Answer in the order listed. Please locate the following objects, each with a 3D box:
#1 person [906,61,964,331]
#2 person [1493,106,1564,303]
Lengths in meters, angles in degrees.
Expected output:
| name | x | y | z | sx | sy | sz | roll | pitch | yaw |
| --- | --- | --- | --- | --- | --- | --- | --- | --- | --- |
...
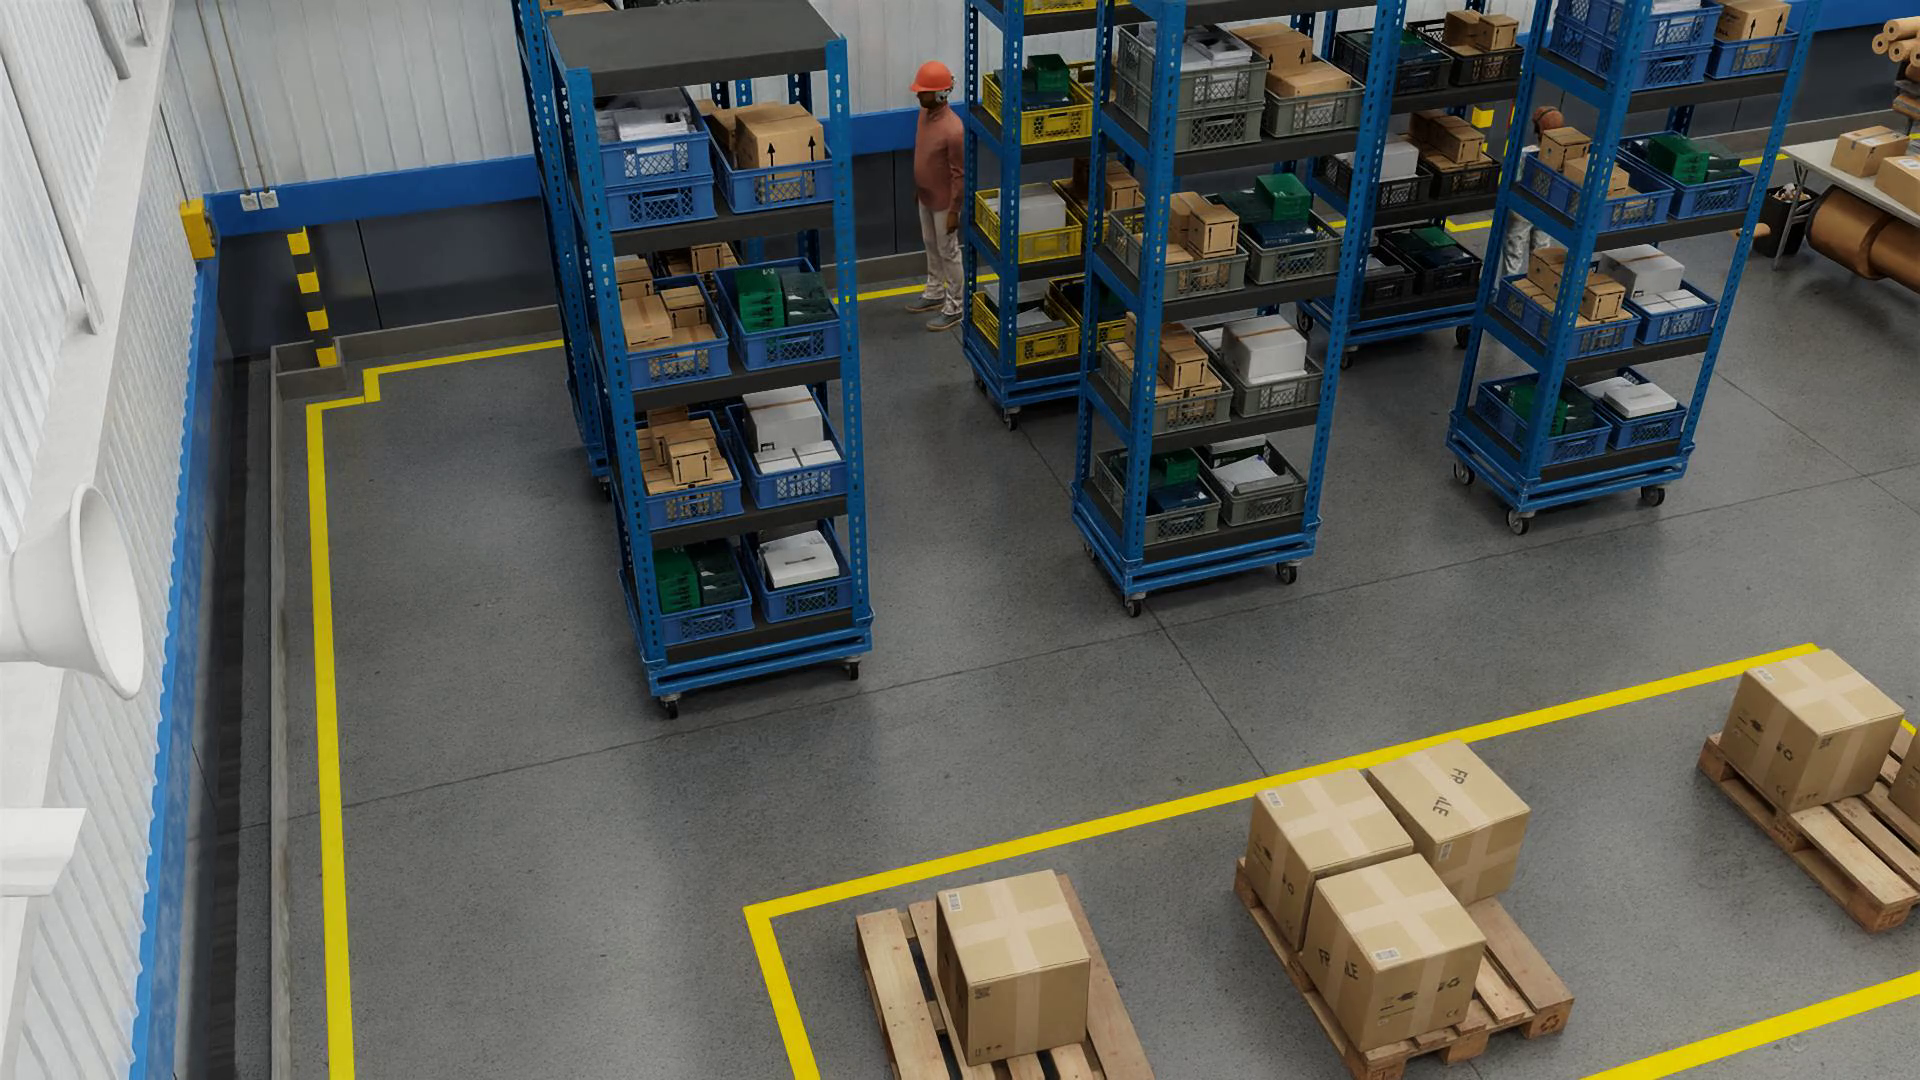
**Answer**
| name | x | y | z | sx | sy | sz | roll | pitch | yaw |
| --- | --- | --- | --- | --- | --- | --- | --- | --- | --- |
| person | -0.169 | -2.499 | 12.090 | 0.382 | 1.993 | 0.622 | -17 | 39 | -23 |
| person | 4.191 | -2.380 | 12.226 | 0.518 | 1.640 | 0.307 | -8 | 36 | -11 |
